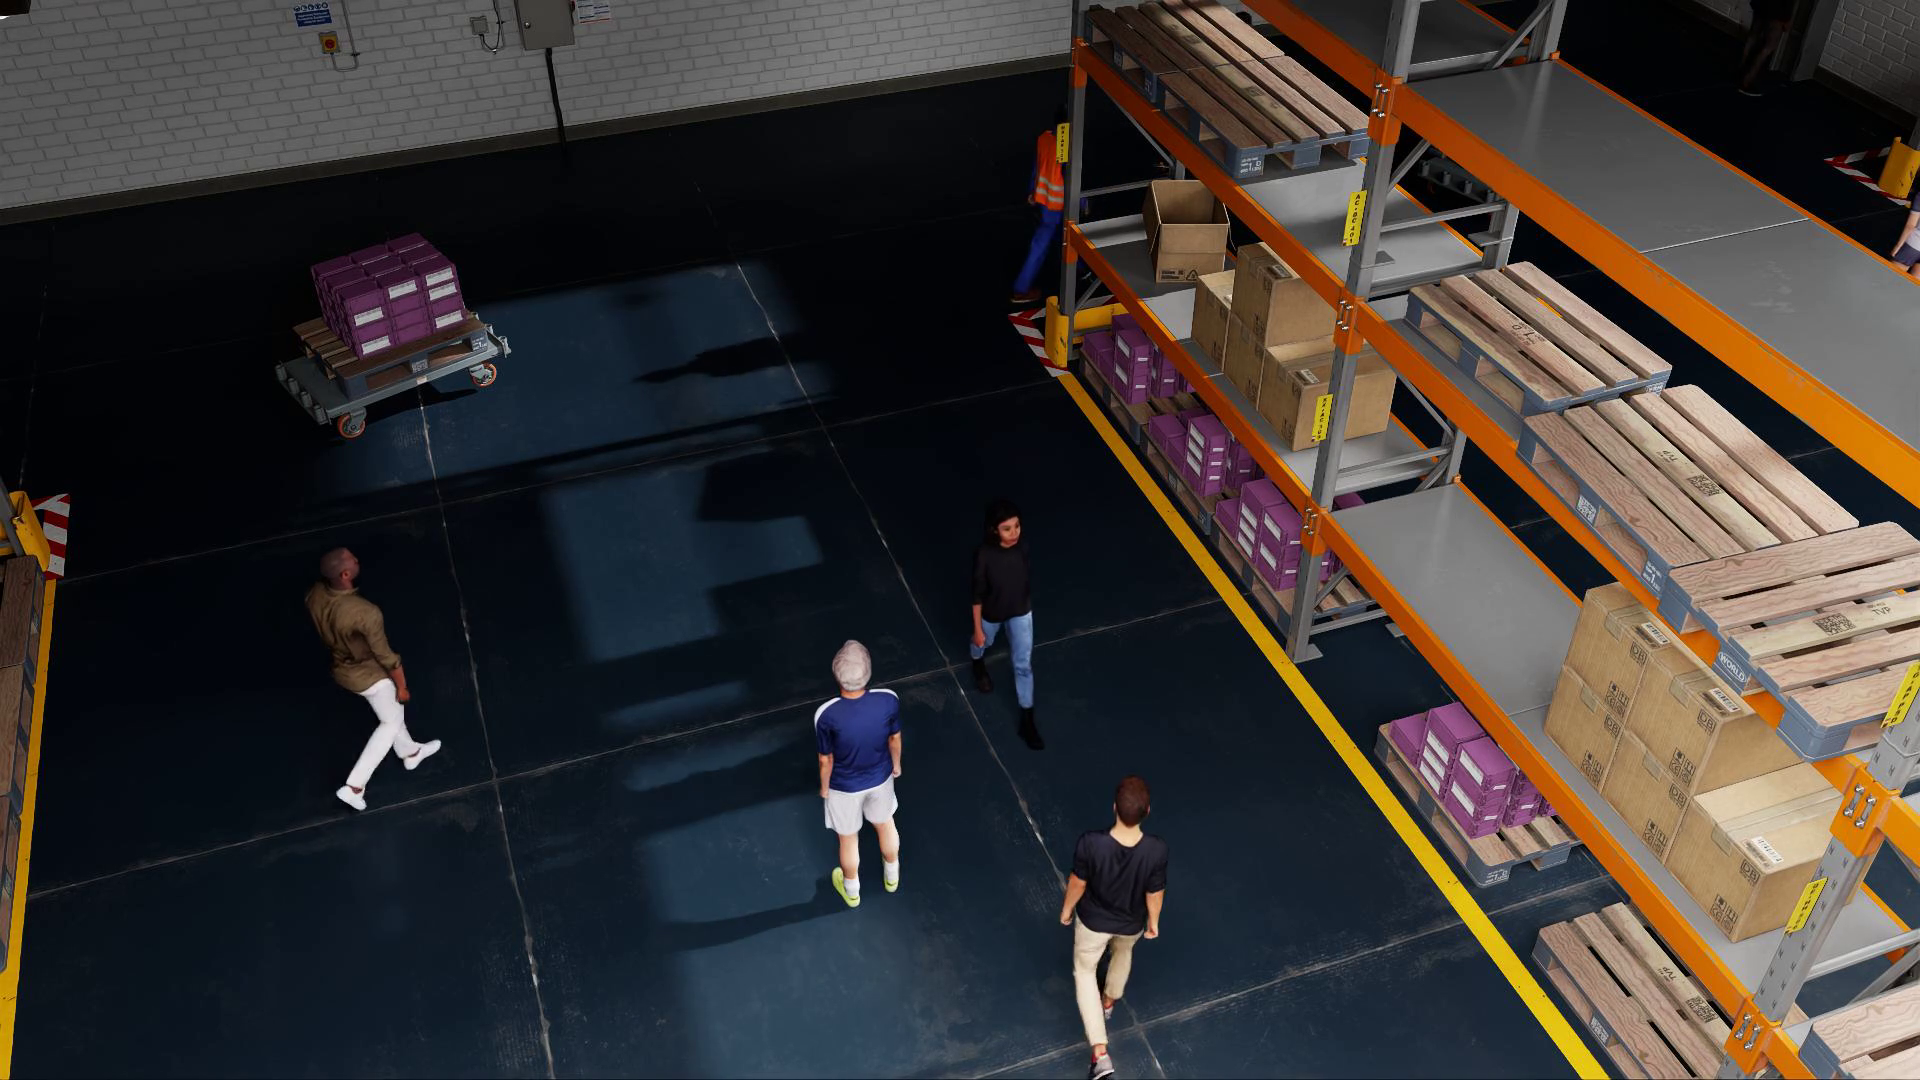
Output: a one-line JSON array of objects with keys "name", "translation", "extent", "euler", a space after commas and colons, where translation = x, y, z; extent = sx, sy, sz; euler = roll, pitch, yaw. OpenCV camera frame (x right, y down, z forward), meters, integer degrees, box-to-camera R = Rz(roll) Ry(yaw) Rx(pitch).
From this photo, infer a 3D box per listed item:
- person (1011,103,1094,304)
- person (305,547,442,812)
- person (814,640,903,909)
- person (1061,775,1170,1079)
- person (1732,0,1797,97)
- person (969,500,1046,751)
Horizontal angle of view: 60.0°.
[{"name": "person", "translation": [0.726, -2.839, 14.302], "extent": [0.818, 1.810, 1.167], "euler": [-18, 42, -21]}, {"name": "person", "translation": [-3.520, 0.826, 9.723], "extent": [1.120, 1.798, 1.131], "euler": [22, 44, 25]}, {"name": "person", "translation": [-0.550, 1.289, 9.112], "extent": [0.638, 1.836, 0.537], "euler": [-15, 41, -18]}, {"name": "person", "translation": [0.763, 1.951, 8.285], "extent": [0.835, 1.835, 1.115], "euler": [-4, 39, -6]}, {"name": "person", "translation": [8.710, -5.749, 17.972], "extent": [0.892, 1.777, 0.572], "euler": [-14, 41, -17]}, {"name": "person", "translation": [0.219, 0.421, 10.343], "extent": [0.607, 1.657, 1.161], "euler": [-14, 41, -17]}]
